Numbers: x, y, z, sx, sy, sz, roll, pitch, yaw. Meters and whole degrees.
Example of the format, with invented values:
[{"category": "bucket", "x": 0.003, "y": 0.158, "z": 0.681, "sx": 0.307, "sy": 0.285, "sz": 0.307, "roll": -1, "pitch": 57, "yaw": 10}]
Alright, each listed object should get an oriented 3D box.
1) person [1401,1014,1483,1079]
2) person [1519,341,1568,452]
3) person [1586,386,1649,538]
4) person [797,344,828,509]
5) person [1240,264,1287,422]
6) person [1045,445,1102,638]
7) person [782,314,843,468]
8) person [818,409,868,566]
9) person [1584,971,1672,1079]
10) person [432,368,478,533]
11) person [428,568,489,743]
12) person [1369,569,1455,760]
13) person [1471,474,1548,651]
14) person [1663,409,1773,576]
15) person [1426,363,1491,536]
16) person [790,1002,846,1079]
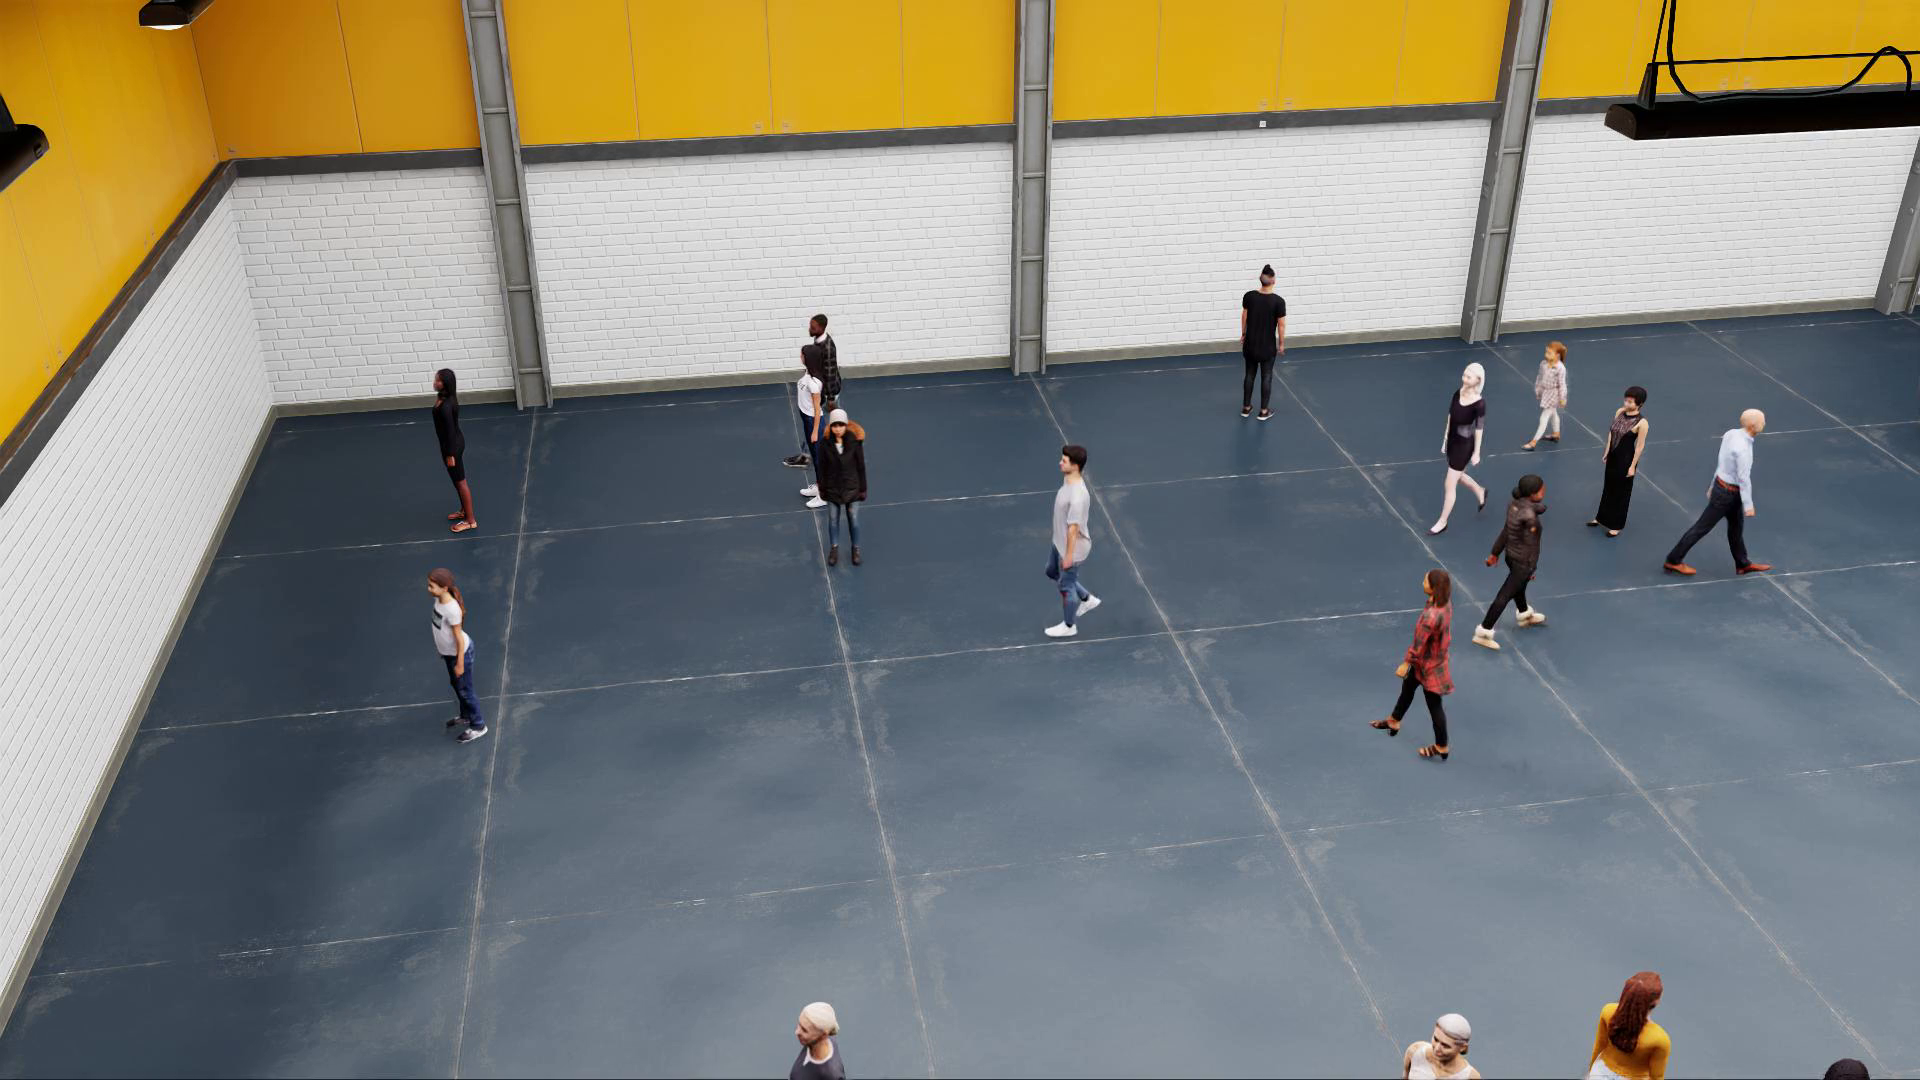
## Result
[{"category": "person", "x": 2.593, "y": 3.245, "z": 9.128, "sx": 0.681, "sy": 1.702, "sz": 0.716, "roll": 24, "pitch": 37, "yaw": 37}, {"category": "person", "x": 6.610, "y": -1.614, "z": 18.480, "sx": 0.857, "sy": 1.277, "sz": 0.610, "roll": -8, "pitch": 30, "yaw": -15}, {"category": "person", "x": 6.634, "y": -0.802, "z": 16.647, "sx": 0.582, "sy": 1.607, "sz": 0.623, "roll": -12, "pitch": 31, "yaw": -20}, {"category": "person", "x": -1.502, "y": -1.196, "z": 17.193, "sx": 0.515, "sy": 1.775, "sz": 0.601, "roll": -6, "pitch": 29, "yaw": -12}, {"category": "person", "x": 3.466, "y": -2.296, "z": 19.123, "sx": 0.749, "sy": 1.860, "sz": 0.829, "roll": 15, "pitch": 32, "yaw": 26}, {"category": "person", "x": 1.064, "y": 0.021, "z": 14.861, "sx": 0.754, "sy": 1.873, "sz": 0.671, "roll": -4, "pitch": 29, "yaw": -8}, {"category": "person", "x": -1.339, "y": -1.603, "z": 17.933, "sx": 1.046, "sy": 1.781, "sz": 0.747, "roll": -2, "pitch": 29, "yaw": -3}, {"category": "person", "x": -1.127, "y": -0.527, "z": 16.119, "sx": 0.572, "sy": 1.631, "sz": 0.725, "roll": -1, "pitch": 29, "yaw": -1}, {"category": "person", "x": 3.645, "y": 3.136, "z": 9.290, "sx": 0.731, "sy": 1.739, "sz": 0.788, "roll": 23, "pitch": 36, "yaw": 36}, {"category": "person", "x": -5.122, "y": -0.918, "z": 16.748, "sx": 0.569, "sy": 1.715, "sz": 0.651, "roll": -10, "pitch": 30, "yaw": -18}, {"category": "person", "x": -4.114, "y": 0.907, "z": 13.562, "sx": 0.629, "sy": 1.562, "sz": 0.613, "roll": -19, "pitch": 34, "yaw": -31}, {"category": "person", "x": 3.831, "y": 1.029, "z": 13.219, "sx": 1.023, "sy": 1.675, "sz": 0.907, "roll": 11, "pitch": 31, "yaw": 20}, {"category": "person", "x": 5.121, "y": 0.176, "z": 14.809, "sx": 0.607, "sy": 1.651, "sz": 1.111, "roll": -5, "pitch": 29, "yaw": -9}, {"category": "person", "x": 7.173, "y": -0.400, "z": 15.770, "sx": 1.298, "sy": 1.742, "sz": 1.006, "roll": 7, "pitch": 29, "yaw": 13}, {"category": "person", "x": 5.092, "y": -0.926, "z": 16.668, "sx": 1.146, "sy": 1.805, "sz": 0.789, "roll": -13, "pitch": 31, "yaw": -22}, {"category": "person", "x": -0.668, "y": 3.196, "z": 9.238, "sx": 1.119, "sy": 1.683, "sz": 0.690, "roll": -8, "pitch": 30, "yaw": -15}]
